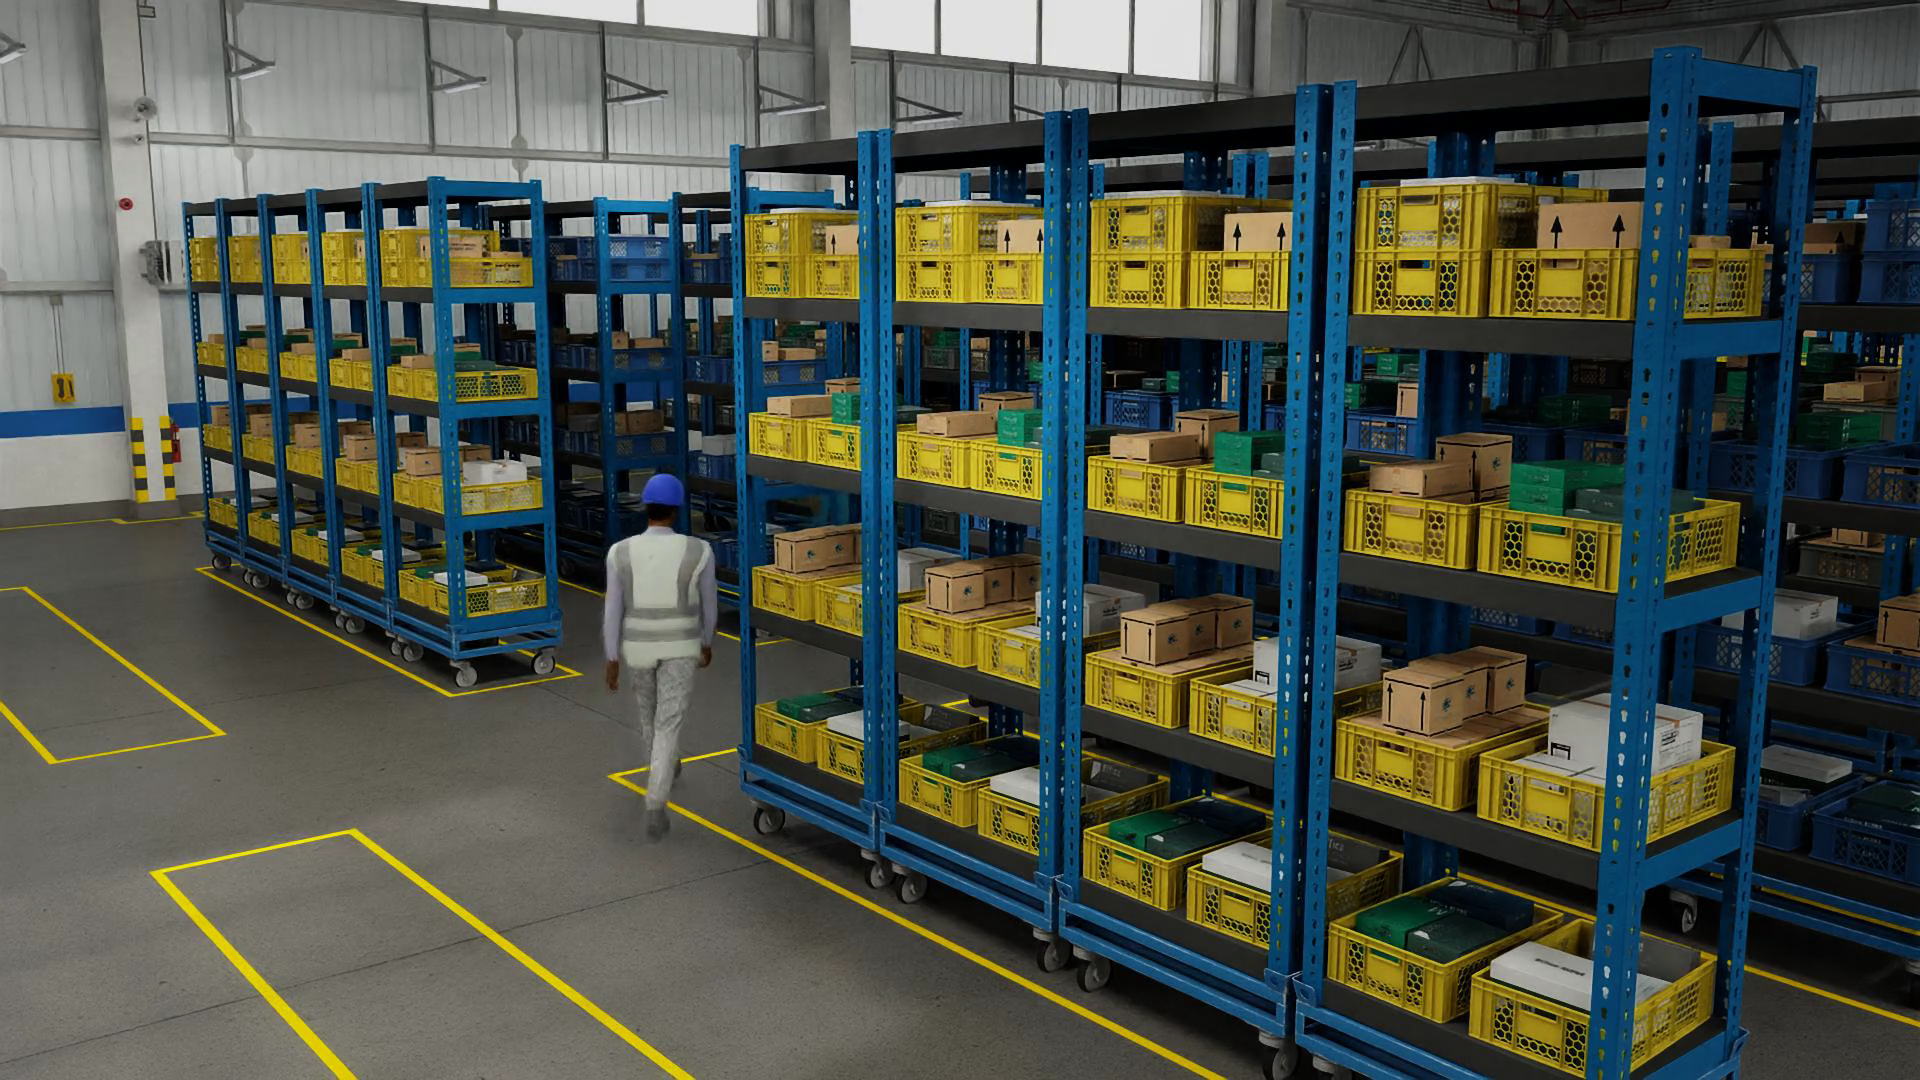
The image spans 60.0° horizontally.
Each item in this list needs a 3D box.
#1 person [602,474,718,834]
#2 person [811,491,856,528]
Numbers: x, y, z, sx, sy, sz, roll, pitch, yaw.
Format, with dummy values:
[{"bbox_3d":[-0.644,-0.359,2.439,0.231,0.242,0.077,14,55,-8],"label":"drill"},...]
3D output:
[{"bbox_3d":[-1.619,0.587,9.064,0.585,1.886,1.051,1,9,6],"label":"person"},{"bbox_3d":[-1.127,-0.421,15.349,0.596,1.795,0.969,-9,13,-42],"label":"person"}]
